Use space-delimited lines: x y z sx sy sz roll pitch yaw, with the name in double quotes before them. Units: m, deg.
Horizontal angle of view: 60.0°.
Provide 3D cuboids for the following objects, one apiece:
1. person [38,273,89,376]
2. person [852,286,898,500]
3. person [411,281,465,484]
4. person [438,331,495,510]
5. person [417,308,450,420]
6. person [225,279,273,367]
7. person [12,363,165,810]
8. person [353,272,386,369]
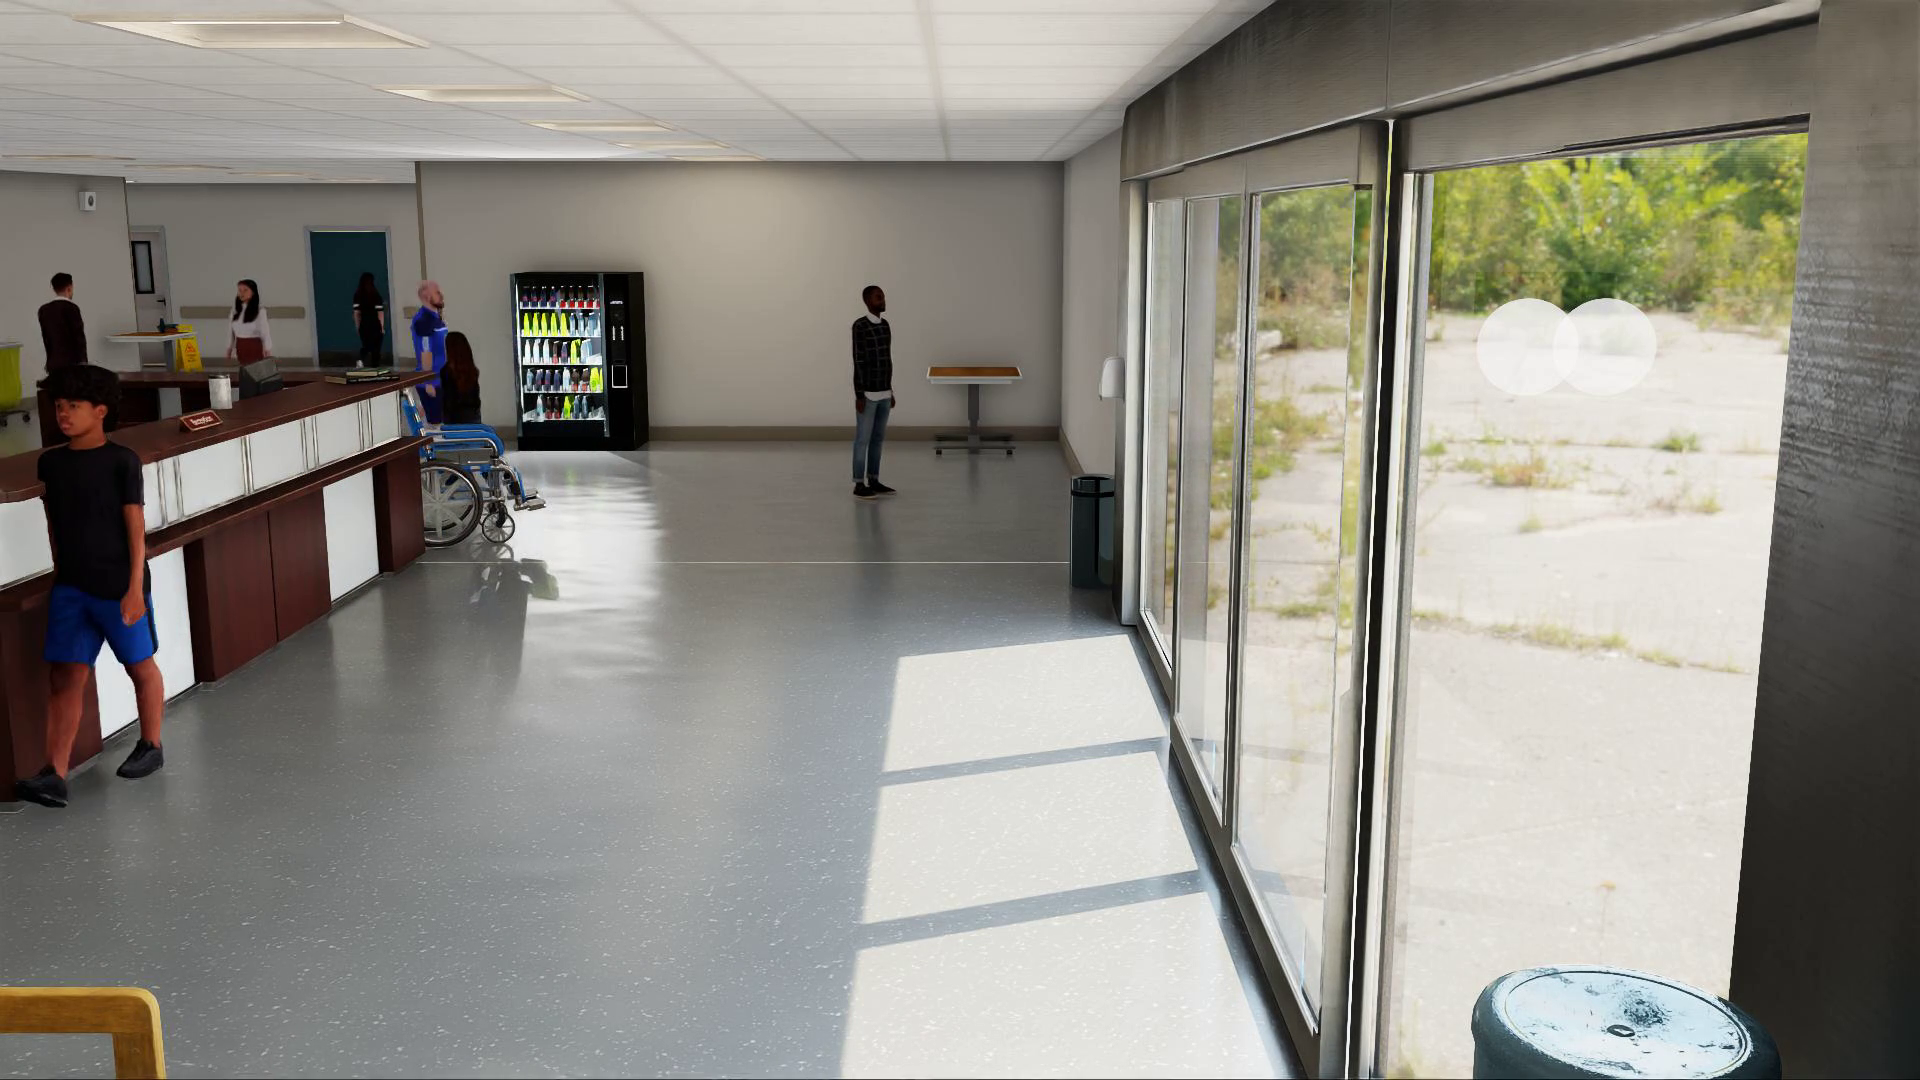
"person" -8.976 -1.727 16.624 0.651 1.845 0.826 3 11 17
"person" -0.768 -1.290 14.391 0.755 1.820 0.743 7 13 33
"person" -4.805 -1.403 14.980 1.019 1.823 0.722 -1 11 -5
"person" -4.022 -0.954 13.596 1.061 1.456 0.908 7 13 34
"person" -5.531 -1.720 17.435 1.037 1.531 0.927 9 14 38
"person" -7.707 -1.952 18.193 1.137 1.703 0.912 4 11 18
"person" -3.470 0.174 6.842 1.021 1.759 0.722 1 11 3
"person" -8.831 -3.169 24.813 0.851 1.626 0.749 2 11 9
